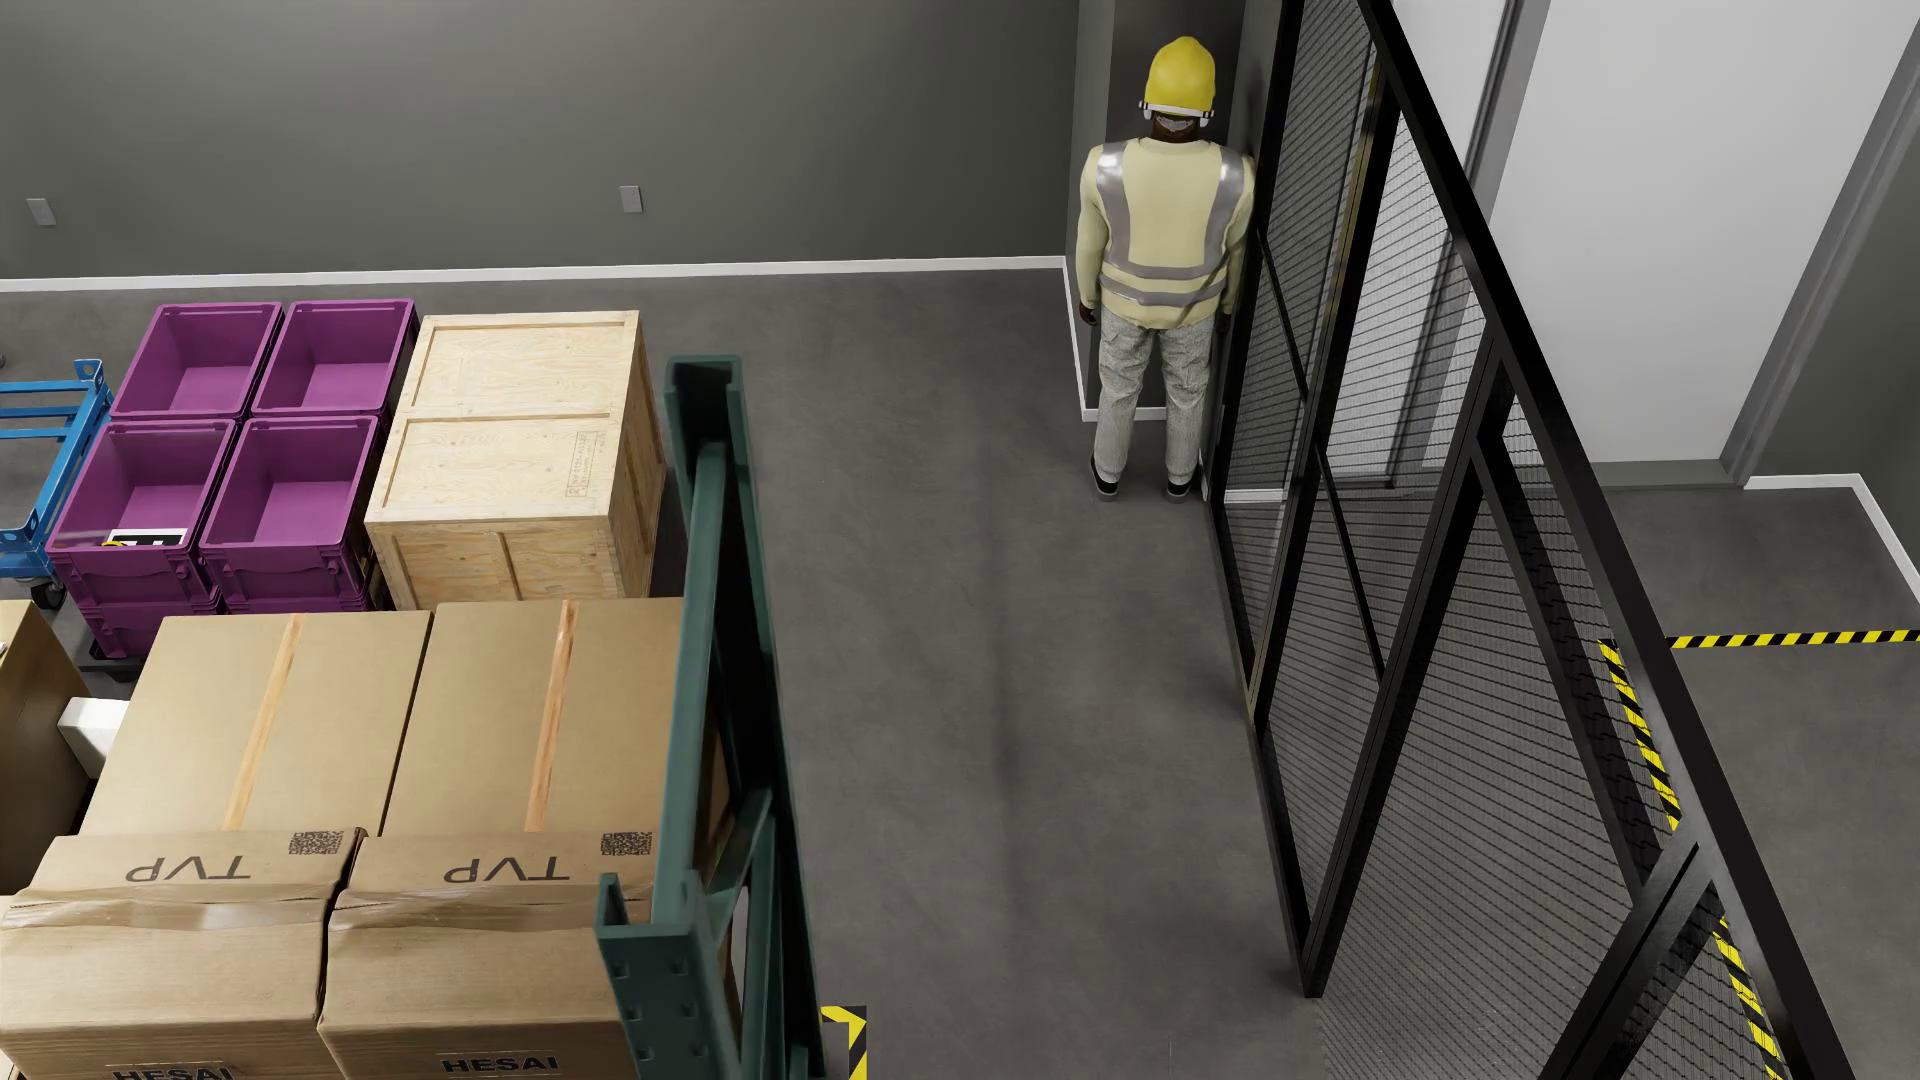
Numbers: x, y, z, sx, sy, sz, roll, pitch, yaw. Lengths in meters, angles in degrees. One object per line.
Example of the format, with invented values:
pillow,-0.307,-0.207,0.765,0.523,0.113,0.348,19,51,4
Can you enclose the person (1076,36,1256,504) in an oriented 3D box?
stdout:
person,0.681,-0.854,5.644,0.589,1.833,0.404,4,46,3

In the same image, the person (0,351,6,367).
person,-4.038,-1.266,5.966,0.372,1.940,0.631,-4,46,-3
